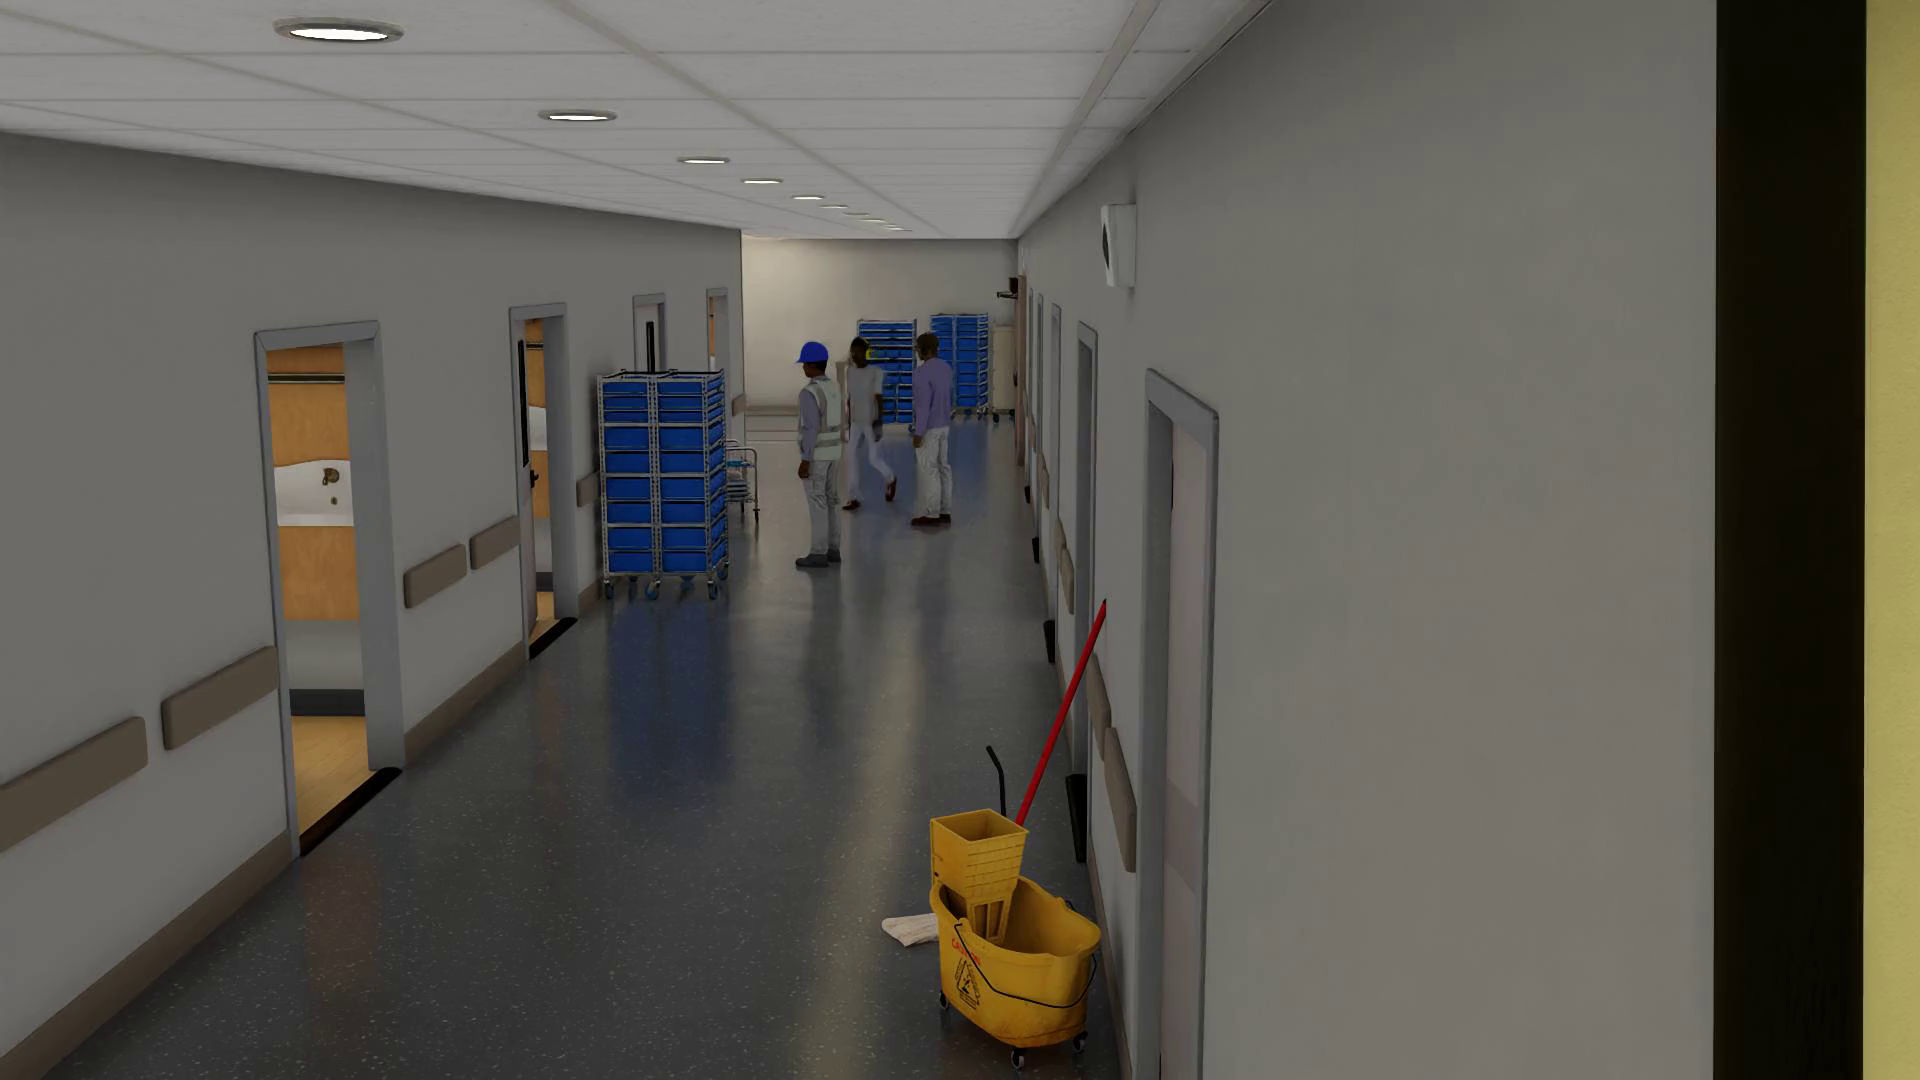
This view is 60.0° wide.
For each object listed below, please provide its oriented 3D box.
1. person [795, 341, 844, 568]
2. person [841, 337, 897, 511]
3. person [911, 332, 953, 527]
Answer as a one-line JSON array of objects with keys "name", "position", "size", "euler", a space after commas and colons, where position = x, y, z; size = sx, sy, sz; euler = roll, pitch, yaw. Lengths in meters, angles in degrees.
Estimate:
[{"name": "person", "position": [-1.221, -0.737, 14.363], "size": [0.396, 1.944, 0.615], "euler": [4, 10, 22]}, {"name": "person", "position": [-0.979, -1.254, 17.791], "size": [0.506, 1.846, 0.775], "euler": [5, 11, 29]}, {"name": "person", "position": [-0.283, -1.101, 16.569], "size": [0.355, 1.936, 0.635], "euler": [5, 11, 26]}]
